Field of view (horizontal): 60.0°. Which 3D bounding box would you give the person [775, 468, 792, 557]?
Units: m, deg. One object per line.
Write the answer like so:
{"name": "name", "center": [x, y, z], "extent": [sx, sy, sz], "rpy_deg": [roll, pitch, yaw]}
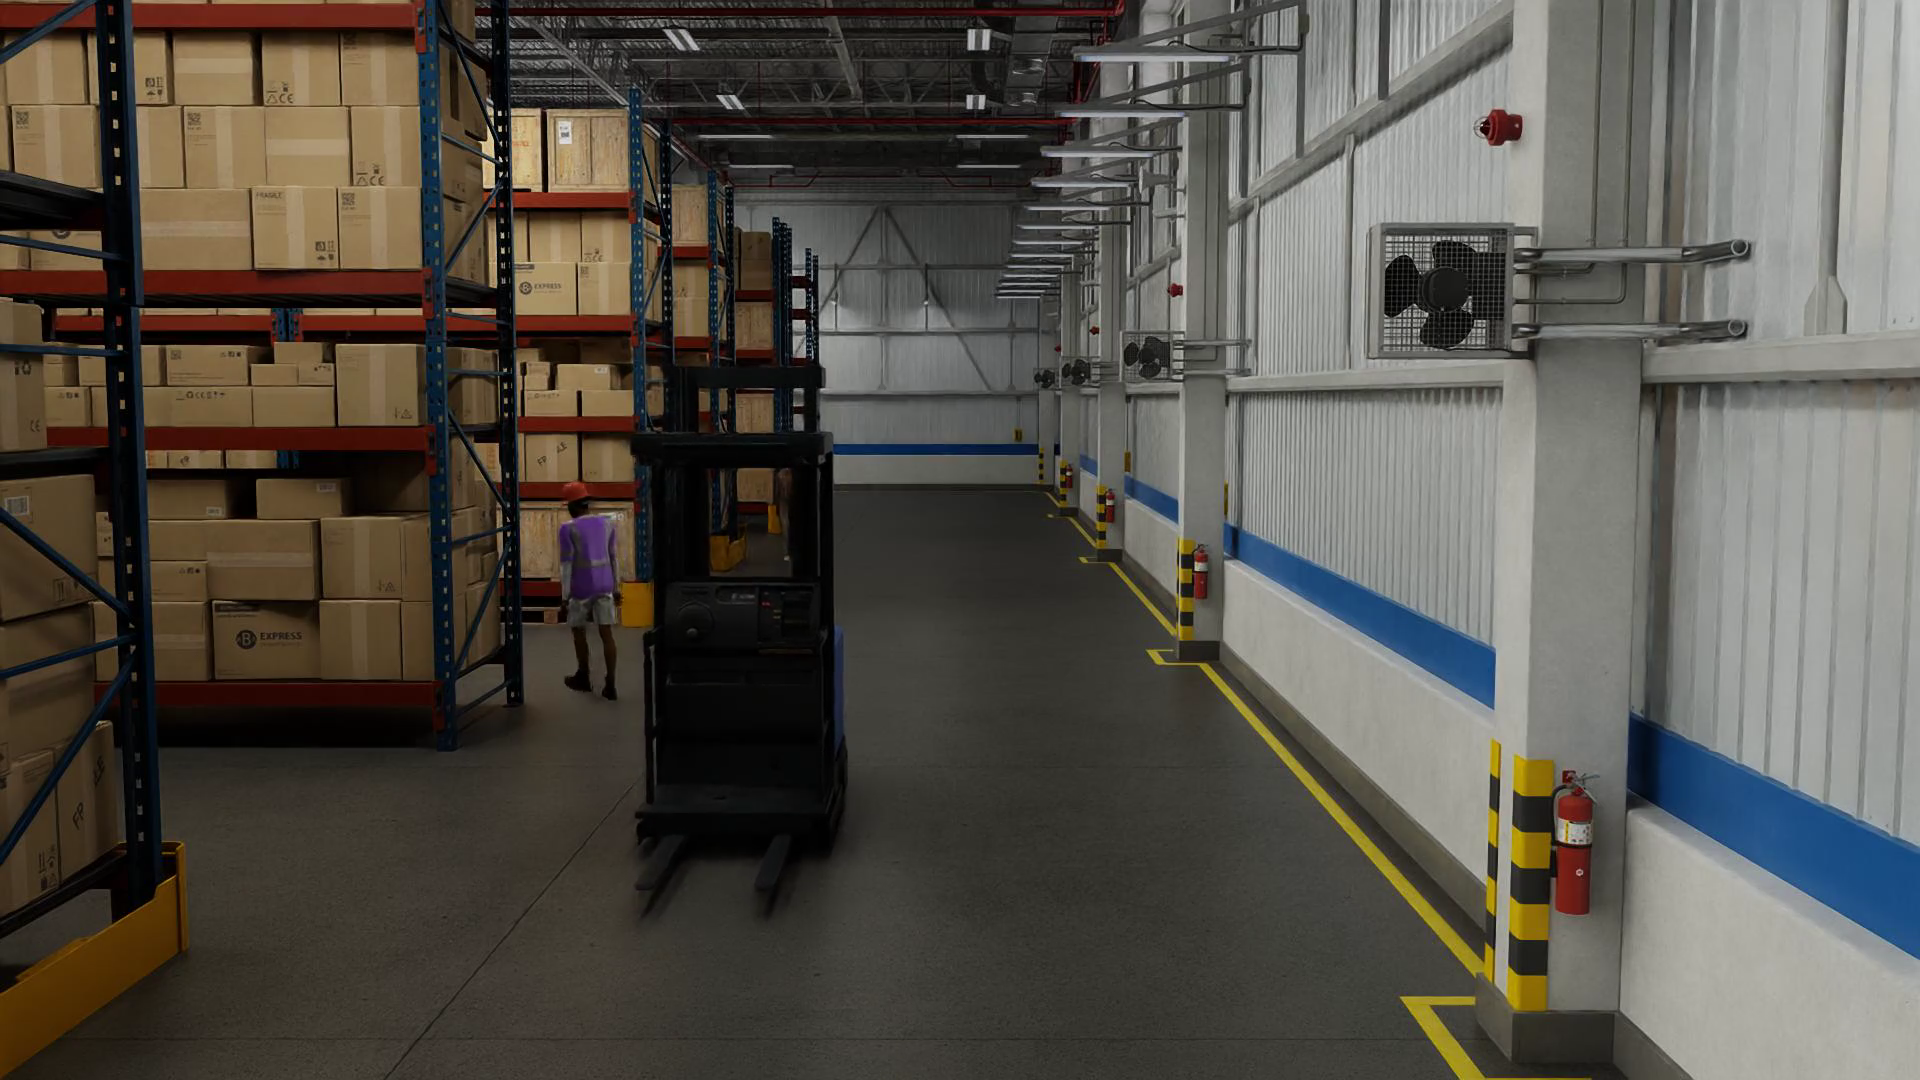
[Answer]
{"name": "person", "center": [-2.796, -0.543, 27.520], "extent": [0.522, 1.619, 0.650], "rpy_deg": [0, 5, 2]}

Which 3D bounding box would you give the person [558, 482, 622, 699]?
{"name": "person", "center": [-3.262, 0.433, 14.608], "extent": [0.648, 1.872, 0.890], "rpy_deg": [-4, 6, -40]}

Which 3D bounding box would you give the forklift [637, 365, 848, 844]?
{"name": "forklift", "center": [-1.303, 0.303, 10.387], "extent": [1.129, 2.768, 1.873], "rpy_deg": [0, 5, 0]}
